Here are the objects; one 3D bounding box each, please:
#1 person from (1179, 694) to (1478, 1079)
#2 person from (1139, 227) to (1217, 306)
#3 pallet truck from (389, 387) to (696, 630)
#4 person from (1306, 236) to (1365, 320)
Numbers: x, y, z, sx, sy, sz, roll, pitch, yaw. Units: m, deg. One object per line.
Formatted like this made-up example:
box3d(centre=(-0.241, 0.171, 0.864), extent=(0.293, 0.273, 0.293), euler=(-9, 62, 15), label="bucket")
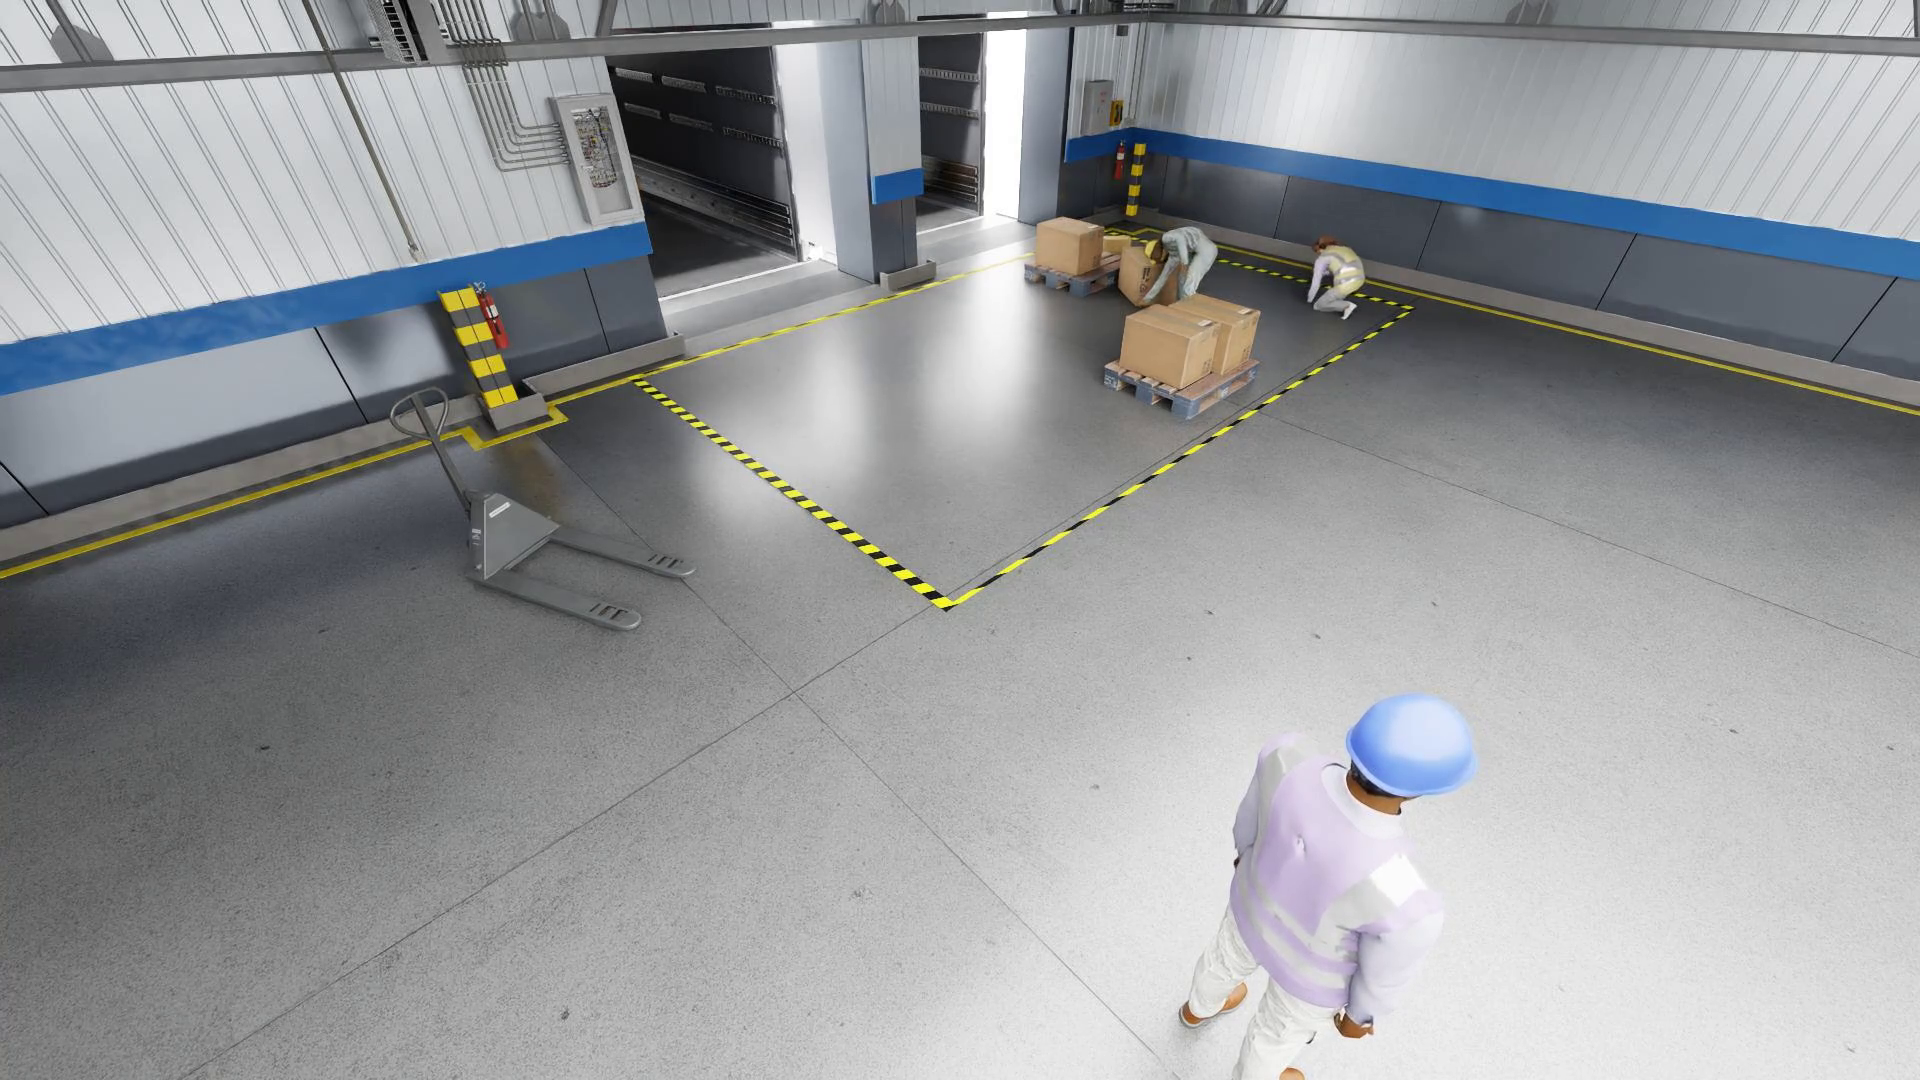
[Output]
box3d(centre=(1.022, 1.152, 2.202), extent=(0.386, 1.949, 0.603), euler=(-11, 39, -14), label="person")
box3d(centre=(2.396, -2.911, 8.180), extent=(0.841, 1.076, 0.654), euler=(15, 40, 19), label="person")
box3d(centre=(-2.613, -0.247, 4.593), extent=(1.601, 1.201, 0.680), euler=(14, 40, 17), label="pallet truck")
box3d(centre=(4.498, -3.106, 8.708), extent=(0.523, 0.798, 0.885), euler=(-13, 40, -16), label="person")
